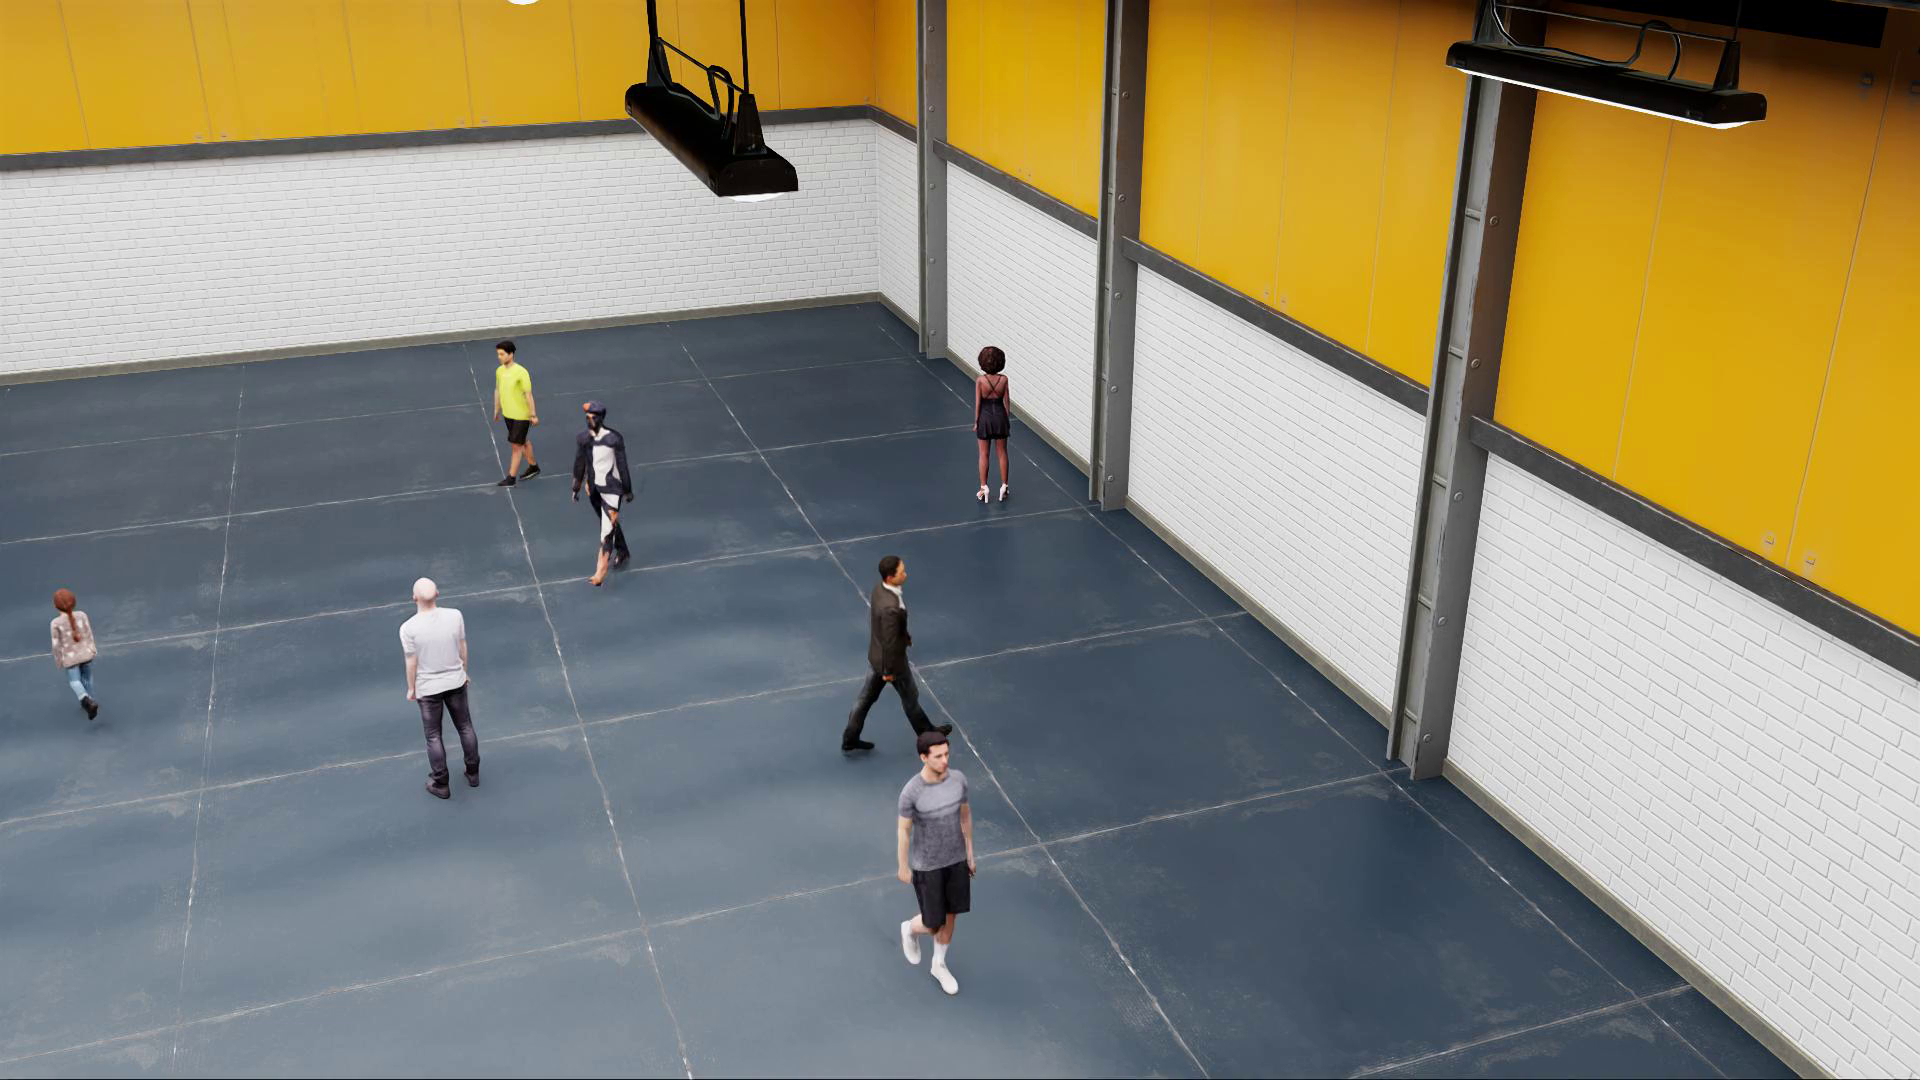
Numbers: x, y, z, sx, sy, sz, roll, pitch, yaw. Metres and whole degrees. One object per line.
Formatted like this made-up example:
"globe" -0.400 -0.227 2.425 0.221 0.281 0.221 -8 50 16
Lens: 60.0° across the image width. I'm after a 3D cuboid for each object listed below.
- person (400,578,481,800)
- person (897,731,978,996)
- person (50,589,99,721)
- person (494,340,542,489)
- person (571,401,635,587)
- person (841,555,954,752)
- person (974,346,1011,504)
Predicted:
"person" -4.039 1.133 12.920 0.733 1.832 0.703 -18 29 -35
"person" -0.183 2.040 10.810 0.747 1.859 0.876 -14 27 -28
"person" -7.469 0.979 14.077 0.654 1.185 0.795 -22 32 -40
"person" -5.033 -1.483 19.091 1.020 1.681 1.028 15 28 31
"person" -3.514 -0.510 16.669 1.202 1.839 1.307 8 25 19
"person" -0.669 0.959 13.420 0.742 1.749 1.087 -8 25 -18
"person" 0.357 -1.288 18.512 0.598 1.788 0.575 -5 24 -10
